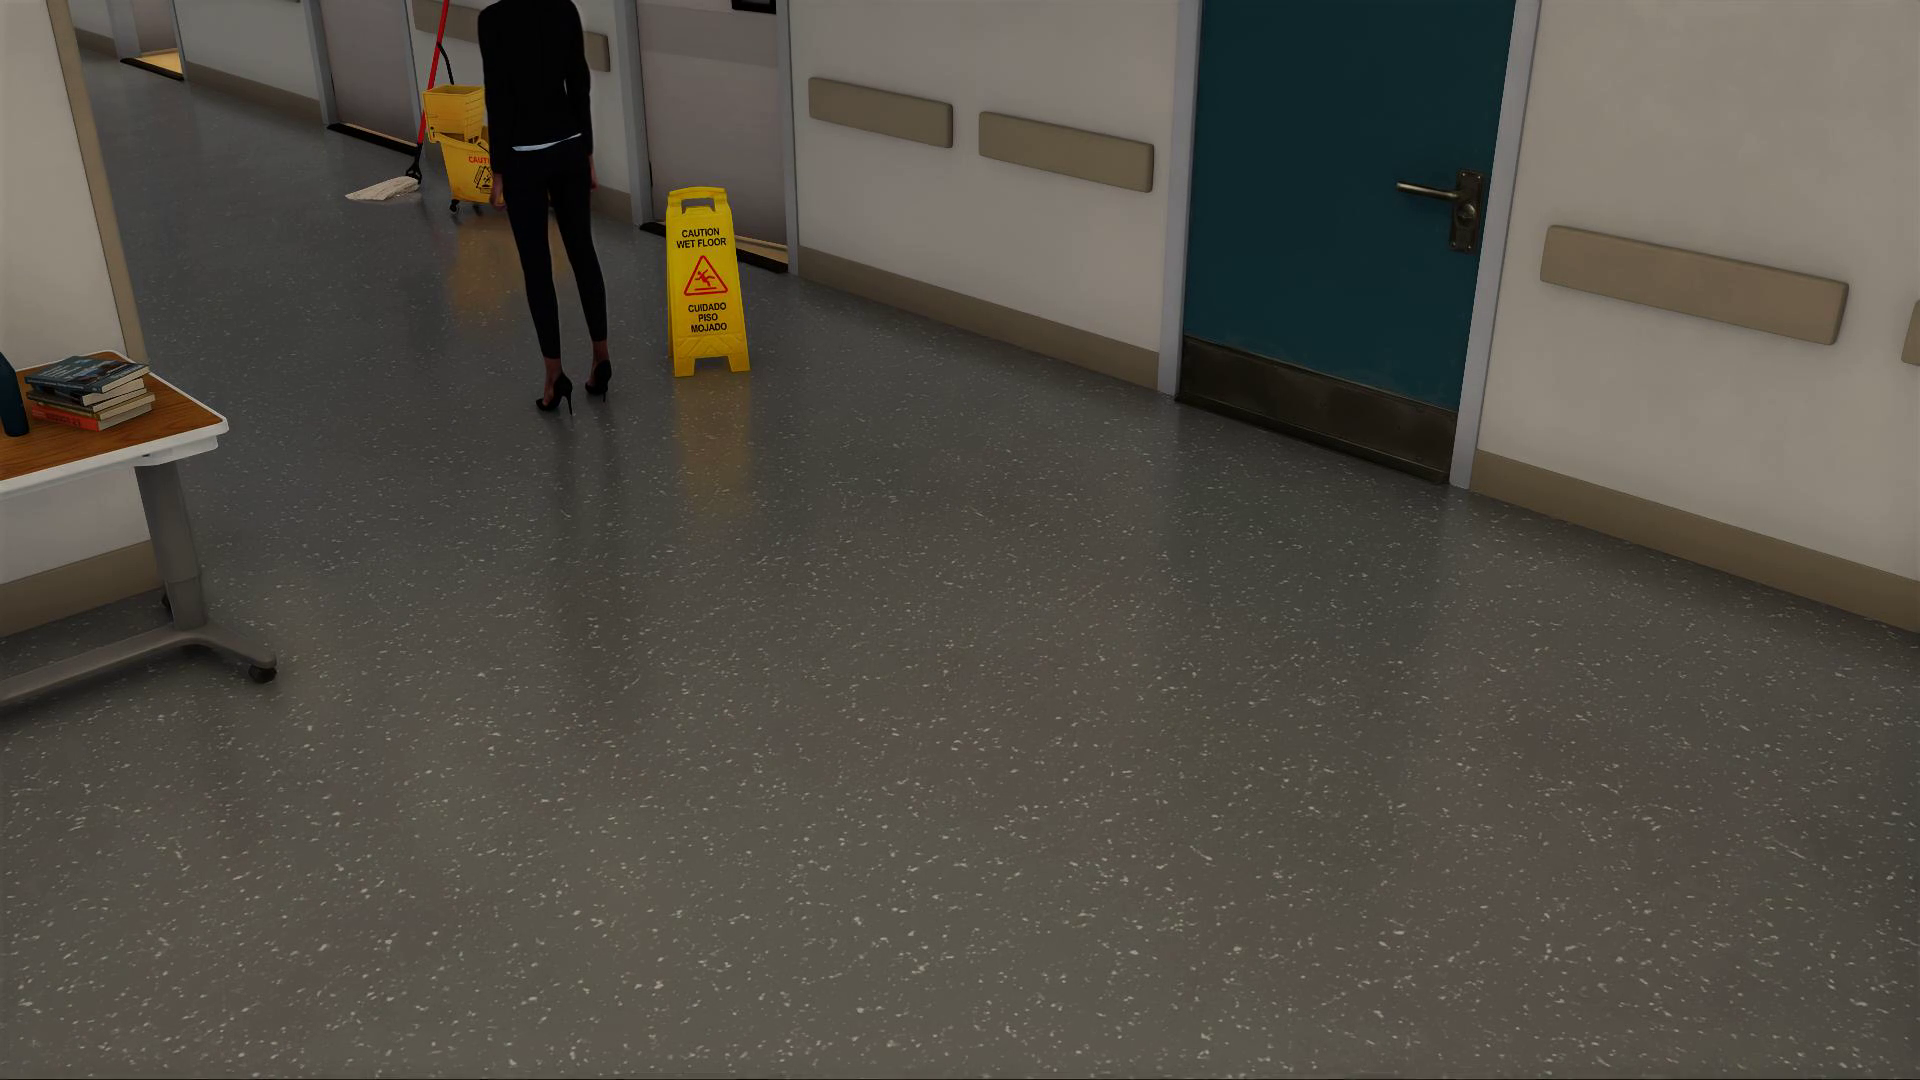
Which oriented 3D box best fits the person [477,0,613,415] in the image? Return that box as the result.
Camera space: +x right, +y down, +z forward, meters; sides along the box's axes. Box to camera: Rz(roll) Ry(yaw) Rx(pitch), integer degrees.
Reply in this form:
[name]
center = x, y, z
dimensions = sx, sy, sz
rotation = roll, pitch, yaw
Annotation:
[person]
center = -1.575, -1.387, 6.320
dimensions = 0.607, 1.834, 0.517
rotation = -22, 34, -38
